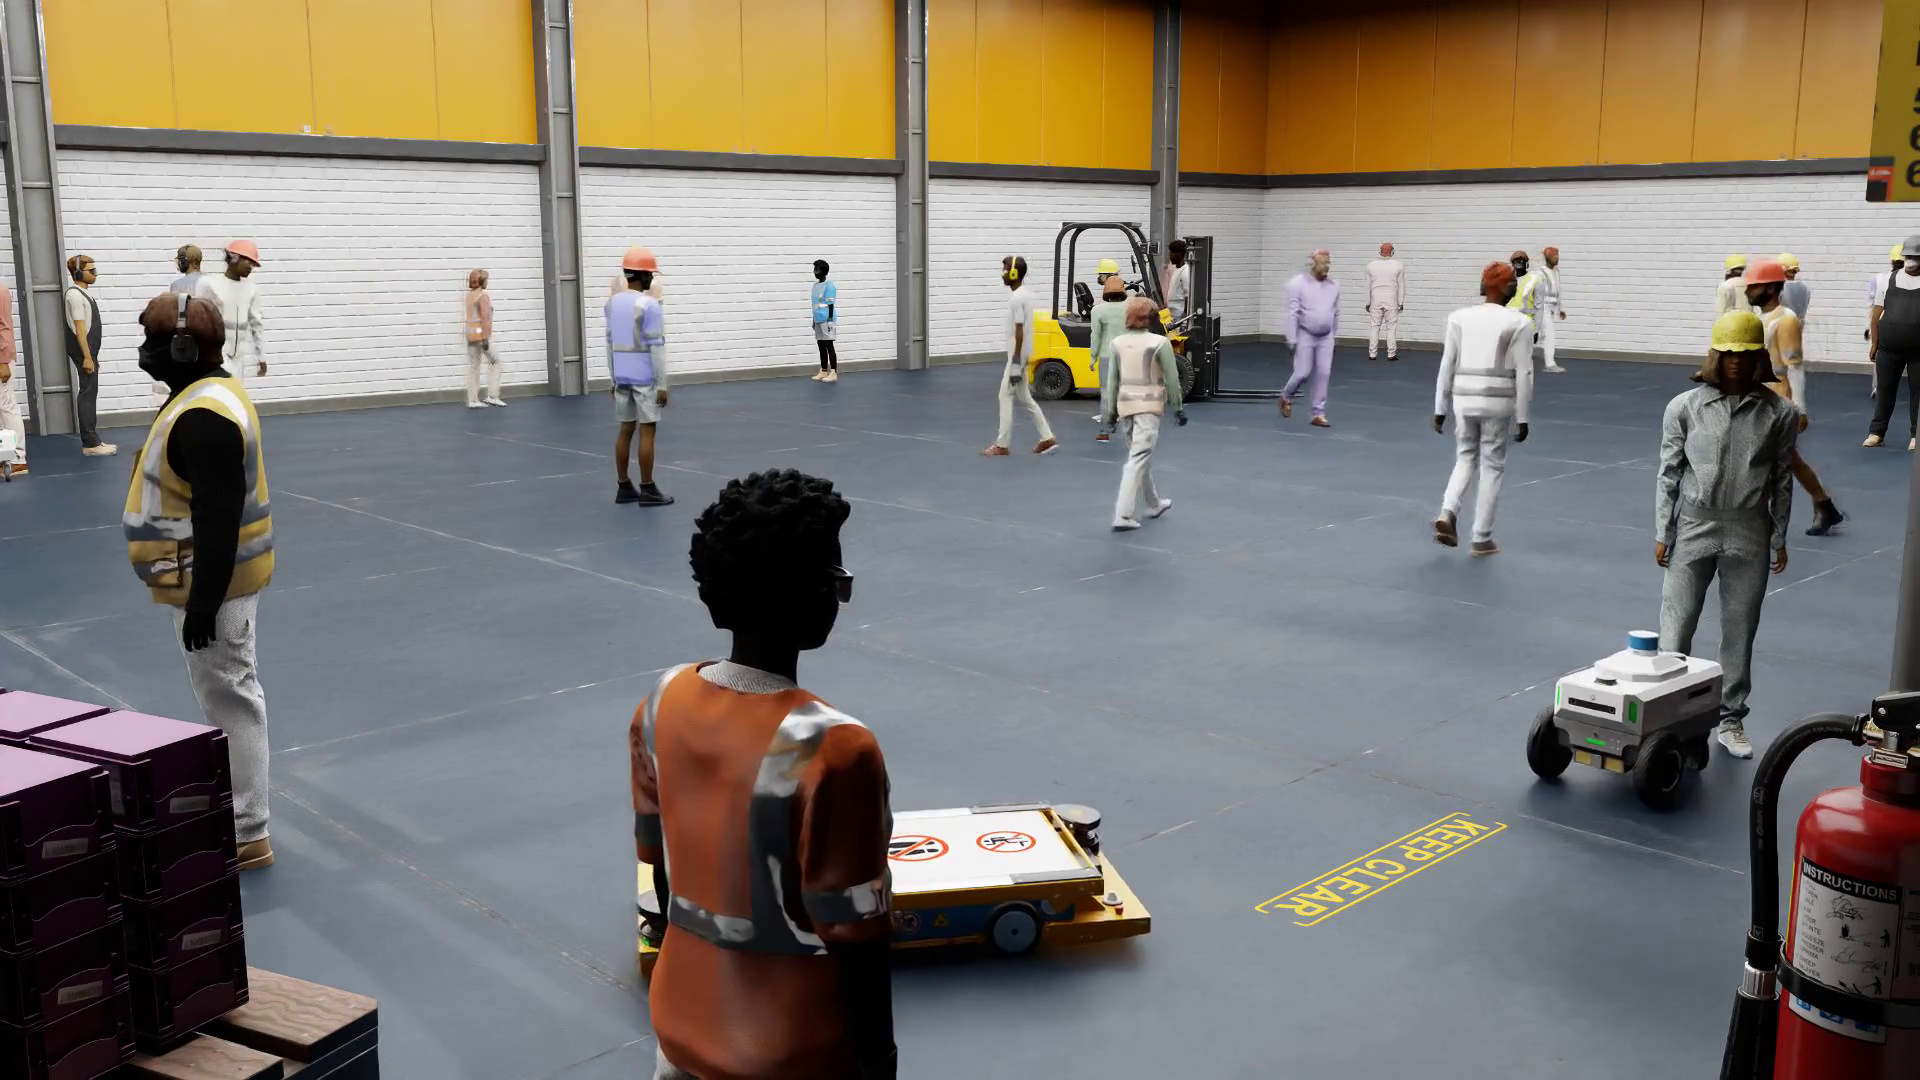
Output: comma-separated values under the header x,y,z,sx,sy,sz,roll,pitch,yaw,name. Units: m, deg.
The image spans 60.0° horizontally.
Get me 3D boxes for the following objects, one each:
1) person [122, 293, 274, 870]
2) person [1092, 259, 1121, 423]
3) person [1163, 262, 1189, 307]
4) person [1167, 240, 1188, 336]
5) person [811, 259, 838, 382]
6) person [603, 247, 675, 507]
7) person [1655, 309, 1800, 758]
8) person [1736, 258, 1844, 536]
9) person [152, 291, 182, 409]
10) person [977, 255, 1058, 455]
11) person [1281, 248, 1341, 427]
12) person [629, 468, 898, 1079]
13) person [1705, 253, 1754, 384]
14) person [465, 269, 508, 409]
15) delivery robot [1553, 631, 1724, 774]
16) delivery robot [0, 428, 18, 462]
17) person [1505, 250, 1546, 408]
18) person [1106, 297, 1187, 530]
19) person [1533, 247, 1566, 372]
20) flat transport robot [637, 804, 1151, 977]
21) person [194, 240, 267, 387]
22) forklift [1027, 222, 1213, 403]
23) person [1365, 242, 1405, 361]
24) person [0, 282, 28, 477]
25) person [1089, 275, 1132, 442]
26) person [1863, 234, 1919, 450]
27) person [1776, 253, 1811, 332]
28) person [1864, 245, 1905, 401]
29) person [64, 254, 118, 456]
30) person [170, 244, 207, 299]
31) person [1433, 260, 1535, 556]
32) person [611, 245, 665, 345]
x,y,z,sx,sy,sz,roll,pitch,yaw,name
-2.408,0.145,5.298,0.430,1.845,0.620,-4,11,-22,person
1.599,-2.148,18.005,0.317,1.769,0.523,0,10,-2,person
3.659,-3.850,27.064,0.667,1.854,1.011,7,12,33,person
2.893,-2.950,21.838,0.372,1.963,0.608,-1,10,-6,person
-1.891,-3.037,23.063,0.319,1.691,0.535,-7,12,-32,person
-2.398,-1.217,12.467,0.552,1.934,0.373,8,13,36,person
2.951,-0.015,6.438,0.493,1.742,0.322,3,11,15,person
5.531,-0.945,11.181,0.982,1.887,0.578,2,11,11,person
-5.574,-0.952,11.848,0.312,1.633,0.517,-4,11,-22,person
0.542,-1.676,15.279,0.624,1.881,0.572,2,11,10,person
3.740,-2.161,17.740,0.652,1.886,0.601,-3,11,-17,person
-0.271,0.738,2.459,0.318,1.698,0.537,-10,14,-44,person
9.472,-2.608,20.401,0.609,1.808,0.780,-4,11,-22,person
-5.556,-2.349,19.474,0.553,1.616,0.555,-9,13,-39,person
2.526,0.581,6.175,0.707,0.478,0.477,-9,14,-40,delivery robot
-8.086,-0.768,13.530,0.477,0.478,0.707,8,13,38,delivery robot
6.517,-2.469,19.552,0.633,1.843,0.429,10,14,44,person
1.299,-0.884,11.584,0.828,1.595,0.521,-10,14,-43,person
8.675,-3.443,24.822,0.825,1.862,0.571,10,14,42,person
-0.220,1.005,4.893,1.431,0.197,0.652,-2,11,-11,flat transport robot
-6.500,-1.669,14.808,0.627,1.977,0.701,5,12,27,person
1.935,-2.847,20.651,2.313,2.155,1.214,2,11,13,forklift
6.885,-3.858,26.947,0.645,1.908,0.408,5,11,24,person
-8.192,-1.527,14.028,0.614,1.987,0.407,7,13,34,person
1.517,-1.775,16.331,0.498,1.633,0.279,-1,10,-6,person
8.963,-1.868,15.729,0.686,2.000,0.535,9,14,41,person
8.677,-2.108,17.607,0.590,1.833,0.404,-6,12,-29,person
11.330,-2.610,20.182,0.612,1.884,0.925,5,12,27,person
-8.034,-1.697,15.335,0.345,1.846,0.506,-5,11,-24,person
-7.247,-1.832,15.814,0.372,1.940,0.631,2,11,12,person
3.272,-0.815,10.461,0.630,1.864,0.490,9,14,41,person
-3.686,-2.426,19.127,0.607,1.907,0.426,0,10,-2,person
